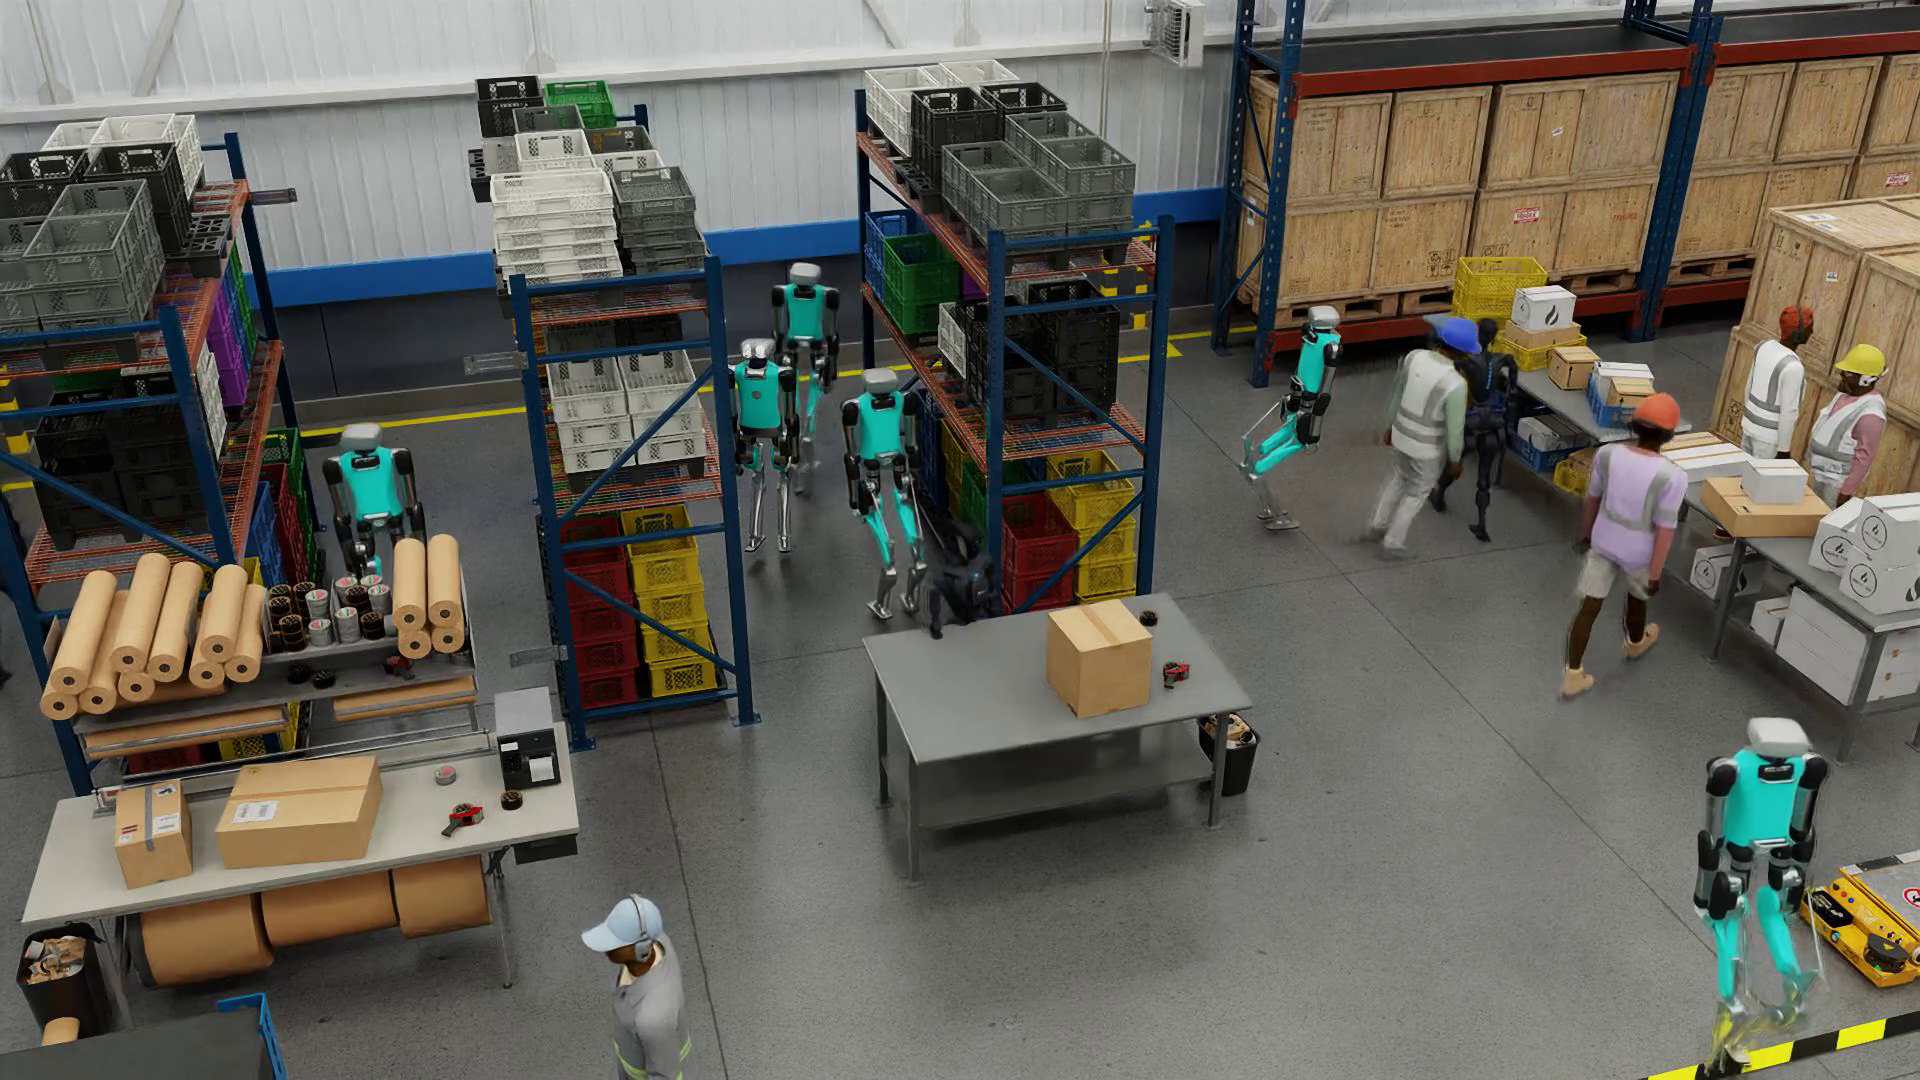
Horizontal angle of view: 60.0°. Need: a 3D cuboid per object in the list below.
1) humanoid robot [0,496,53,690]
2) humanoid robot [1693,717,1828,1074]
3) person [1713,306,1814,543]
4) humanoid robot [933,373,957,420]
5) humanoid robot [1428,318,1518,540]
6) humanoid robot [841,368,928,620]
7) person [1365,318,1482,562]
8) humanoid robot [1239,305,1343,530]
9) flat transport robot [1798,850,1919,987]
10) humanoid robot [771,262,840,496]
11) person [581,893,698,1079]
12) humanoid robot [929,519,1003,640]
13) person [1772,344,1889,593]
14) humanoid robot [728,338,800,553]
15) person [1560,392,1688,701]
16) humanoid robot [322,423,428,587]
[{"bbox_3d":[-6.154,0.117,10.552,0.610,1.647,0.774,-2,29,-4],"label":"humanoid robot"},{"bbox_3d":[3.643,1.757,7.555,0.543,1.879,0.758,-3,29,-5],"label":"humanoid robot"},{"bbox_3d":[5.775,-0.773,11.893,0.354,1.883,0.572,-1,29,-2],"label":"person"},{"bbox_3d":[-0.004,-1.639,13.726,0.754,1.623,0.586,-6,29,-11],"label":"humanoid robot"},{"bbox_3d":[3.805,-0.864,12.302,0.612,1.620,0.730,-3,29,-6],"label":"humanoid robot"},{"bbox_3d":[-0.432,-0.248,10.999,0.530,1.708,0.722,-11,31,-20],"label":"humanoid robot"},{"bbox_3d":[3.285,-0.692,11.729,0.501,1.900,0.649,-11,31,-20],"label":"person"},{"bbox_3d":[2.339,-0.872,12.121,0.734,1.690,0.531,-5,29,-10],"label":"humanoid robot"},{"bbox_3d":[5.163,1.916,8.676,1.431,0.231,0.659,-8,30,-14],"label":"flat transport robot"},{"bbox_3d":[-1.197,-1.161,12.827,0.562,1.839,0.802,0,29,-1],"label":"humanoid robot"},{"bbox_3d":[-1.232,2.145,6.614,0.371,1.852,0.588,-8,30,-14],"label":"person"},{"bbox_3d":[-0.016,0.597,9.634,0.664,1.641,0.600,24,37,37],"label":"humanoid robot"},{"bbox_3d":[6.004,-0.480,11.409,0.404,1.834,0.587,4,29,8],"label":"person"},{"bbox_3d":[-1.364,-0.729,11.823,0.533,1.677,0.735,2,29,3],"label":"humanoid robot"},{"bbox_3d":[4.173,0.006,10.364,1.050,1.980,0.626,-24,37,-37],"label":"person"},{"bbox_3d":[-3.543,0.218,10.265,0.546,1.797,0.799,-7,30,-13],"label":"humanoid robot"}]
